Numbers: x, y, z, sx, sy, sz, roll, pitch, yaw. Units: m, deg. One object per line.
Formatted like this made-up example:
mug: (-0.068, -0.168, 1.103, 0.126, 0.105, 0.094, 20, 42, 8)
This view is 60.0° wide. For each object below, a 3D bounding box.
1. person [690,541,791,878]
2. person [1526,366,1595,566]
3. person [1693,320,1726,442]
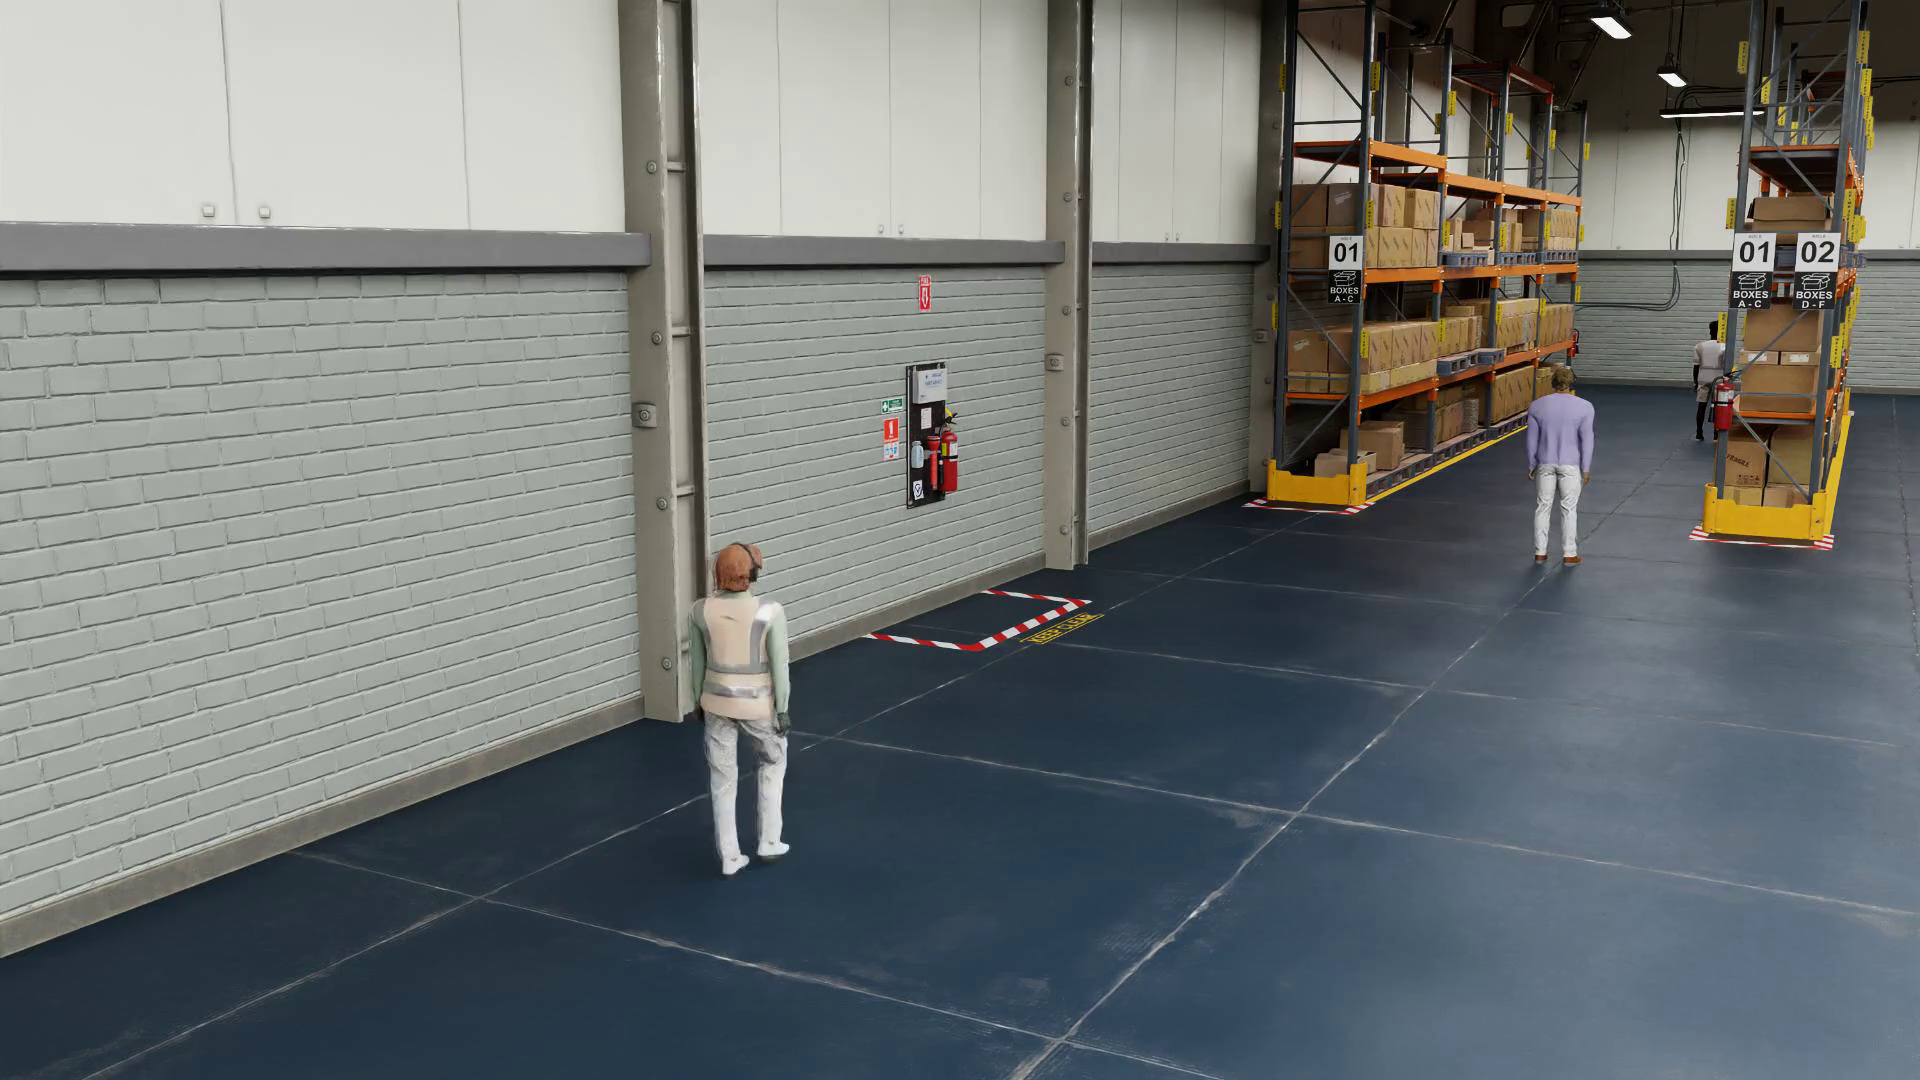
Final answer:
person: (-1.041, 0.805, 8.117, 0.540, 1.619, 0.560, 2, 10, 14)
person: (5.798, -0.713, 16.115, 0.629, 1.940, 0.377, 7, 12, 34)
person: (12.132, -2.557, 26.825, 0.603, 1.966, 0.367, 9, 13, 41)
